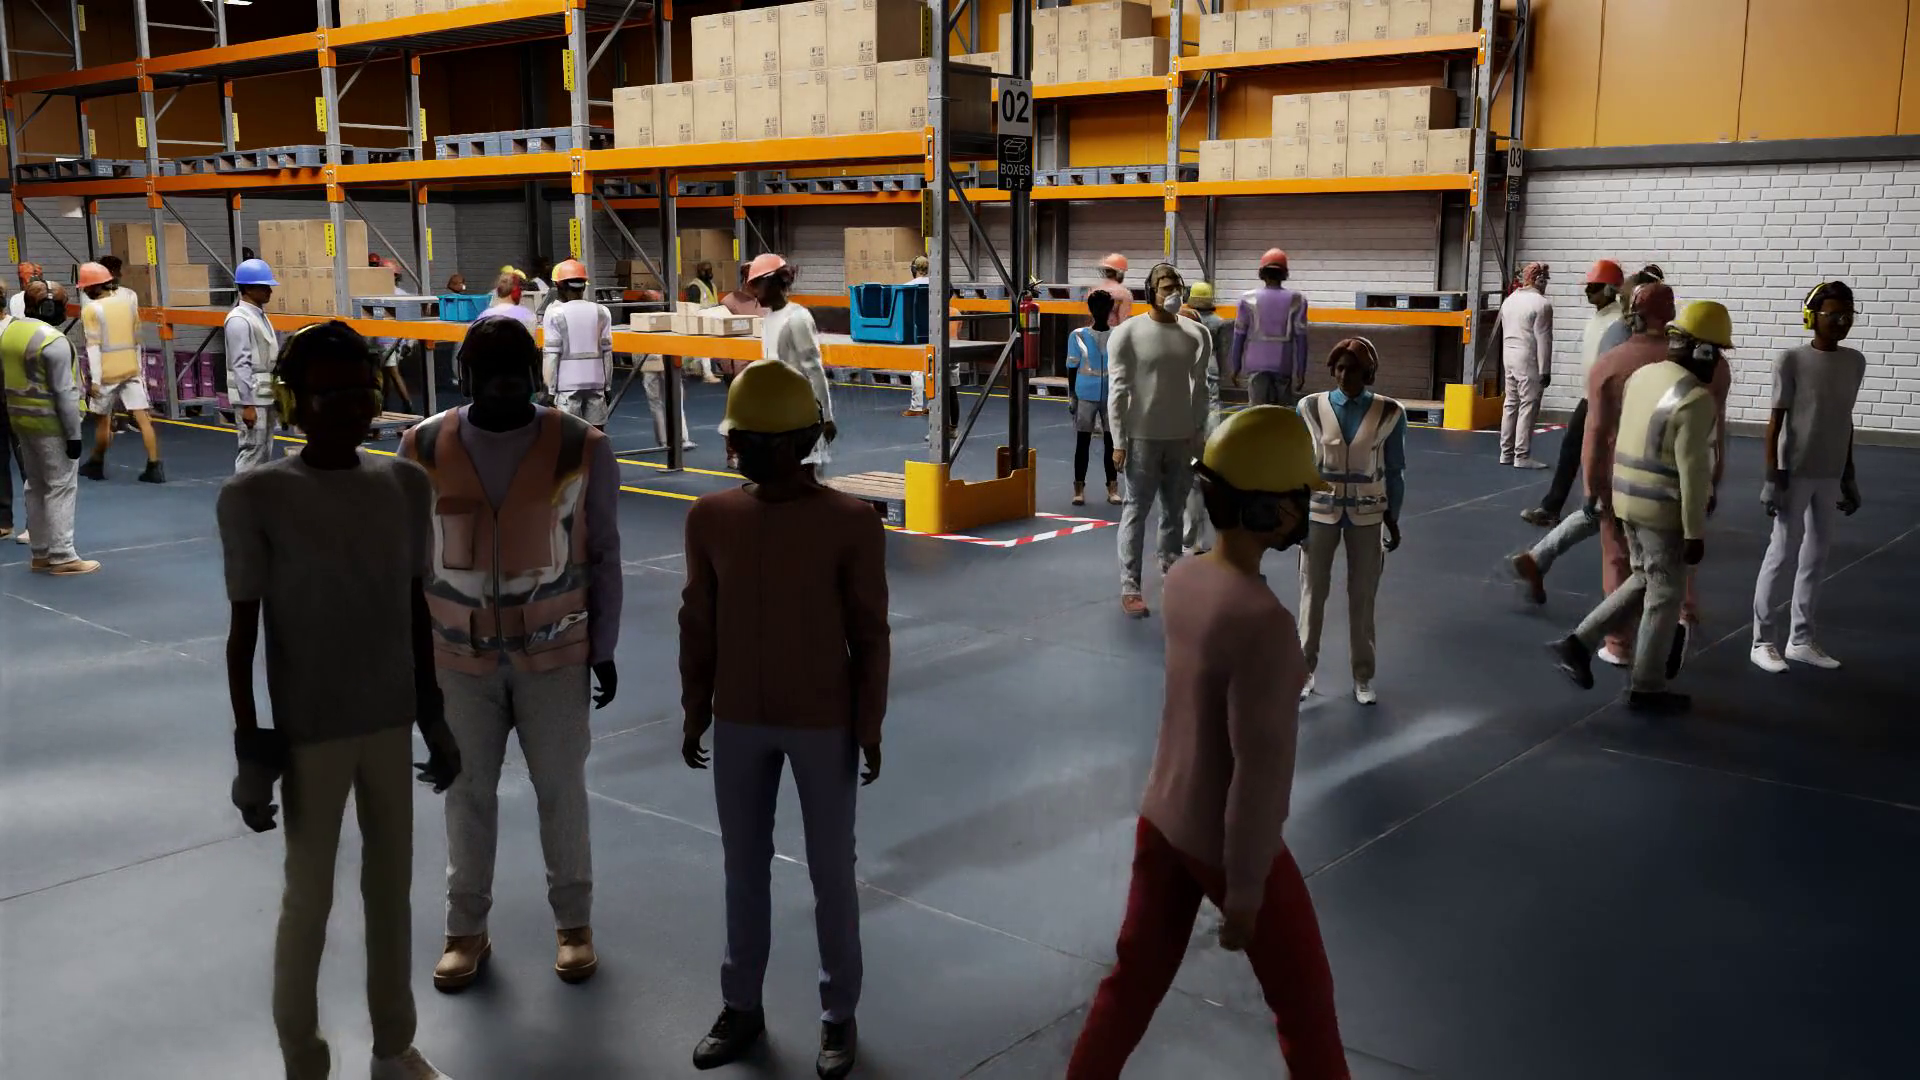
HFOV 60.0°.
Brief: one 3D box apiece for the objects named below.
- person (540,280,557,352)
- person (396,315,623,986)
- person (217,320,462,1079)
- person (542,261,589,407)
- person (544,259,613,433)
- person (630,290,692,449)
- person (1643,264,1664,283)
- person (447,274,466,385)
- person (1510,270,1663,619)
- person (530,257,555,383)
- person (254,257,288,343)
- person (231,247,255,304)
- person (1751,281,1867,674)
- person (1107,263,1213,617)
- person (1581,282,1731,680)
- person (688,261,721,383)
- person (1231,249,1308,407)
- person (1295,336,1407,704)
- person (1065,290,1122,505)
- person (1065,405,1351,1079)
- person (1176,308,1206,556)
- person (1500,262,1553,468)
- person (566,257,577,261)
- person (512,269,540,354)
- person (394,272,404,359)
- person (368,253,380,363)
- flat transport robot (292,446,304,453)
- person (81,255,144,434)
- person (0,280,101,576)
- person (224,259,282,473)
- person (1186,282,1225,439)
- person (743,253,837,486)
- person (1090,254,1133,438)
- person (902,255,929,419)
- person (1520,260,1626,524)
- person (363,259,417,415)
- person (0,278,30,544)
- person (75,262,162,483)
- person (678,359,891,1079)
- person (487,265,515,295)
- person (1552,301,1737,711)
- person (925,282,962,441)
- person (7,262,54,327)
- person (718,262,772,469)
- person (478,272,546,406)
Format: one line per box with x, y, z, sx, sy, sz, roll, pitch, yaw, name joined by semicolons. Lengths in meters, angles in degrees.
-5.017;-2.568;21.099;0.614;1.800;0.769;-7;12;-37;person
-1.242;0.308;4.587;0.625;1.847;0.429;-1;10;-8;person
-1.388;0.441;3.776;0.311;1.863;0.532;9;13;41;person
-3.187;-1.291;13.496;0.399;1.919;0.589;-3;10;-16;person
-2.991;-1.222;13.048;0.543;1.933;0.363;-6;12;-32;person
-3.010;-1.685;16.608;0.550;1.609;0.352;-1;10;-3;person
6.286;-1.580;15.259;0.519;1.874;0.327;8;13;39;person
-7.441;-3.117;24.686;0.267;1.631;0.506;-1;10;-7;person
3.539;-0.513;9.086;0.872;1.916;0.631;3;10;16;person
-6.086;-3.272;24.859;0.904;1.881;0.616;4;11;24;person
-10.407;-3.261;24.787;0.680;1.876;0.815;-6;11;-29;person
-12.424;-4.080;29.012;0.536;2.000;0.677;0;10;3;person
4.079;-0.296;7.952;0.518;1.870;0.323;-2;10;-13;person
1.109;-0.547;9.184;0.630;1.940;0.372;-4;11;-22;person
3.252;-0.263;7.796;0.646;1.874;0.740;2;10;12;person
-3.871;-3.284;25.082;0.541;1.825;0.634;4;11;23;person
2.689;-1.521;14.532;0.622;2.001;0.948;0;10;3;person
1.711;-0.084;7.408;0.512;1.638;0.312;2;10;12;person
1.098;-1.118;13.125;0.535;1.697;0.318;-1;10;-3;person
0.573;0.583;3.383;0.912;1.719;0.526;-3;11;-19;person
1.473;-0.699;10.918;0.280;1.634;0.498;4;11;23;person
5.243;-1.602;15.328;0.400;1.896;0.649;-3;10;-15;person
-6.206;-3.575;26.585;0.352;1.882;0.576;9;13;41;person
-5.255;-2.338;19.878;0.525;1.769;0.313;-8;13;-38;person
-10.419;-4.116;30.481;0.644;1.598;0.333;8;13;39;person
-10.343;-4.108;29.467;0.551;1.934;0.373;-8;13;-40;person
-5.583;-0.686;14.723;0.652;0.197;1.431;-5;11;-26;flat transport robot
-9.145;-2.098;18.023;0.596;1.942;0.608;9;13;41;person
-5.620;-0.682;10.282;0.632;1.830;0.429;7;12;33;person
-4.927;-0.990;11.678;0.405;1.946;0.612;-1;10;-8;person
2.326;-1.632;16.049;0.498;1.695;0.895;-2;10;-11;person
-1.045;-0.803;10.500;0.526;1.990;0.704;-5;11;-28;person
1.699;-2.083;17.887;0.981;1.946;0.652;-9;14;-43;person
-0.467;-2.415;19.820;0.635;1.938;0.359;-9;14;-43;person
4.696;-1.045;12.038;1.063;1.946;0.610;-2;10;-9;person
-6.808;-2.403;19.903;0.985;1.893;0.554;7;12;36;person
-6.539;-0.887;11.384;0.507;1.845;0.339;1;10;8;person
-7.334;-1.432;14.336;0.940;1.883;0.613;5;11;25;person
-0.435;0.443;4.044;0.533;1.765;0.325;2;10;13;person
-6.225;-2.866;22.818;0.886;1.799;0.603;9;13;41;person
2.996;-0.124;7.179;0.576;1.802;0.624;-1;10;-5;person
-0.179;-1.882;17.469;0.317;1.700;0.539;6;12;31;person
-8.972;-1.747;16.174;0.575;1.884;0.355;6;12;31;person
-1.915;-1.599;15.311;0.639;1.899;0.395;-8;13;-40;person
-3.659;-1.267;13.591;0.601;1.825;0.442;4;11;22;person
